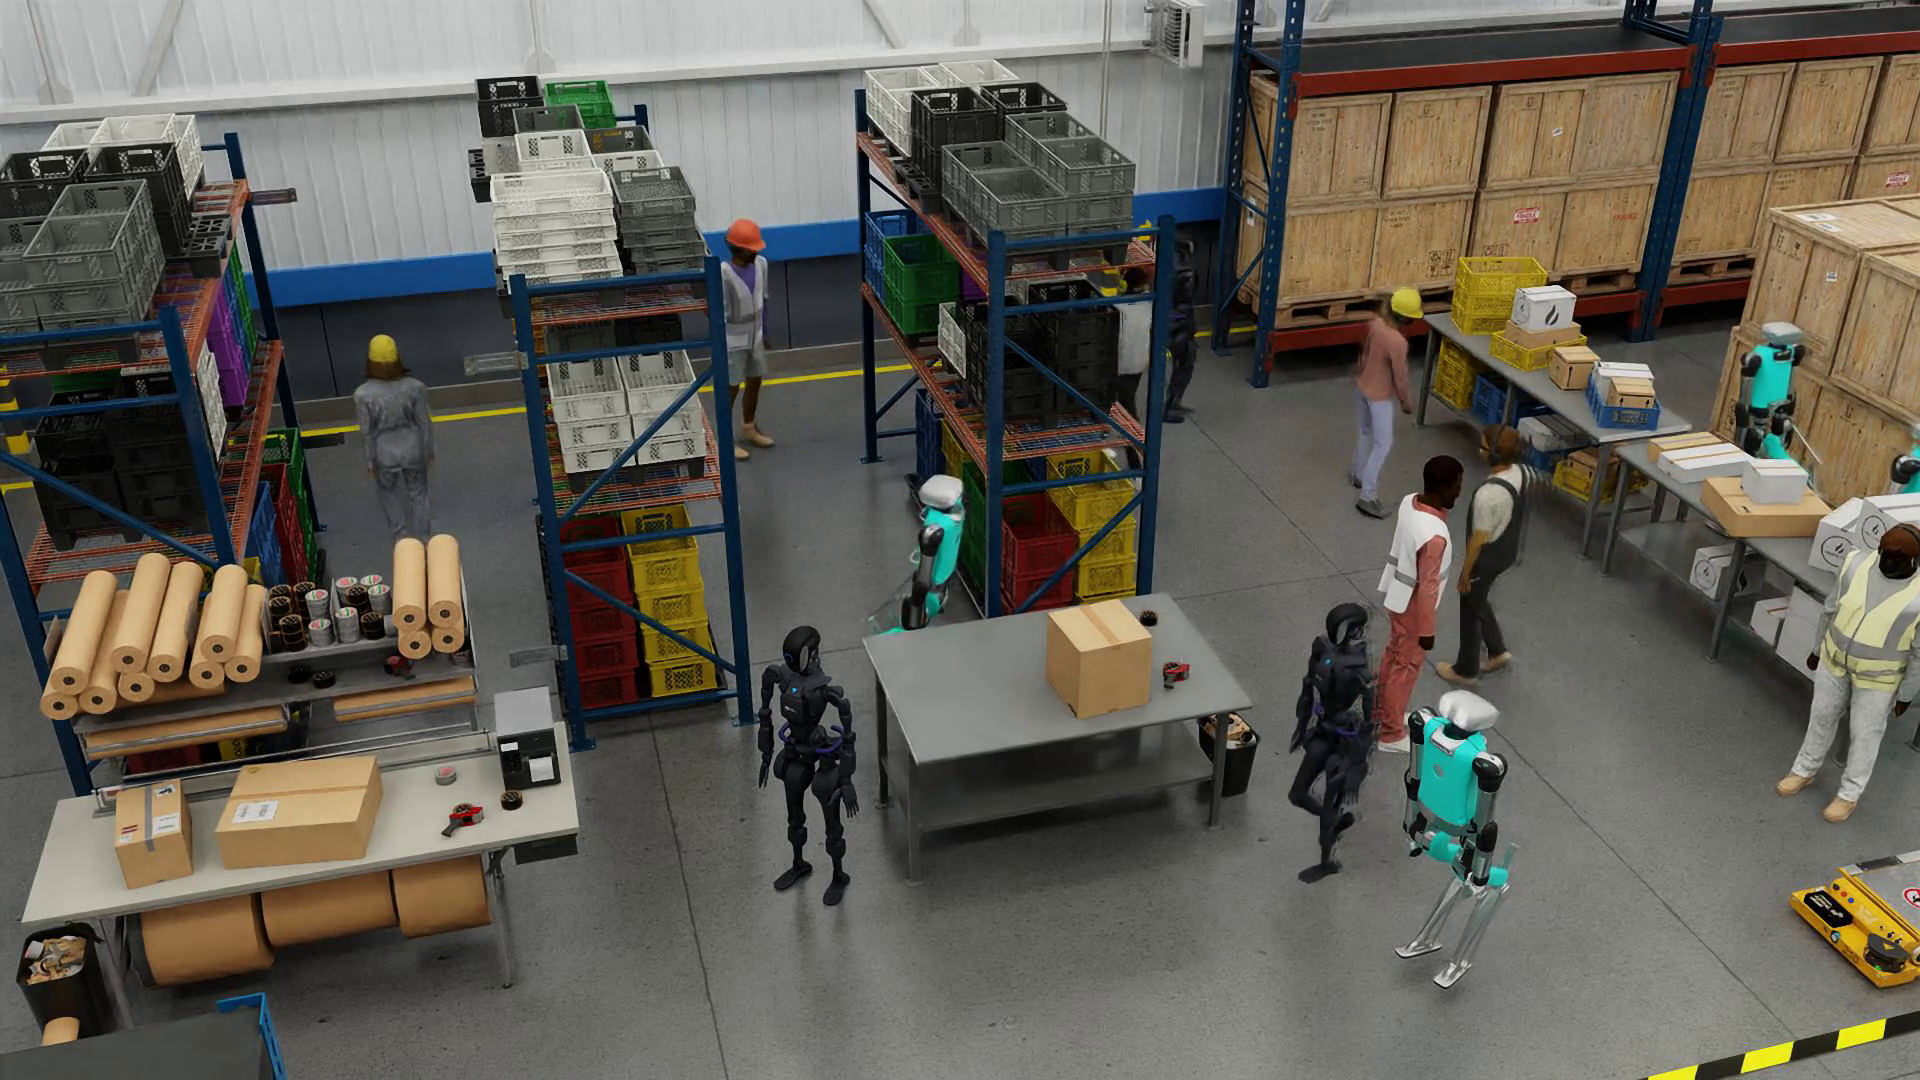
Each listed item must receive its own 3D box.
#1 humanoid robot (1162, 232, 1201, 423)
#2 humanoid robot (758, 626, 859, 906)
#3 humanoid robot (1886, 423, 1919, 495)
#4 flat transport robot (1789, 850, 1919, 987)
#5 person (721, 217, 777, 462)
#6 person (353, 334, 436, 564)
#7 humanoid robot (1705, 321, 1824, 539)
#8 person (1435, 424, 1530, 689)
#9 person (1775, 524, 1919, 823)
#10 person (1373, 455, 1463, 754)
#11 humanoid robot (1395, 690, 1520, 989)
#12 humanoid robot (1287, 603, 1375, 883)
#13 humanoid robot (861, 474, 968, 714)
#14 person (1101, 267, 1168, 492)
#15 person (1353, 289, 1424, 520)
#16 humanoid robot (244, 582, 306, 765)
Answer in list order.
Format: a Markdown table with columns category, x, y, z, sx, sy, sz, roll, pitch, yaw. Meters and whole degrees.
| category | x | y | z | sx | sy | sz | roll | pitch | yaw |
| --- | --- | --- | --- | --- | --- | --- | --- | --- | --- |
| humanoid robot | 1.850 | -1.767 | 13.903 | 0.390 | 1.648 | 0.588 | -5 | 29 | -9 |
| humanoid robot | -0.769 | 1.159 | 8.575 | 0.599 | 1.657 | 0.315 | 14 | 32 | 24 |
| humanoid robot | 5.860 | 0.027 | 10.682 | 0.542 | 1.877 | 0.721 | -9 | 30 | -15 |
| flat transport robot | 5.163 | 1.916 | 8.676 | 1.431 | 0.231 | 0.659 | -8 | 30 | -14 |
| person | -1.704 | -1.594 | 13.249 | 0.452 | 2.027 | 0.623 | 21 | 35 | 33 |
| person | -3.971 | -0.633 | 11.789 | 0.497 | 1.732 | 0.399 | -12 | 31 | -20 |
| humanoid robot | 5.868 | -0.602 | 11.789 | 0.535 | 1.768 | 1.027 | -12 | 31 | -21 |
| person | 3.248 | 0.117 | 10.323 | 0.436 | 1.833 | 0.529 | 25 | 38 | 38 |
| person | 5.013 | 0.721 | 9.231 | 0.429 | 1.834 | 0.631 | -17 | 33 | -28 |
| person | 2.667 | 0.376 | 9.778 | 0.400 | 1.911 | 0.585 | 1 | 29 | 1 |
| humanoid robot | 2.469 | 1.382 | 7.979 | 0.735 | 1.681 | 0.533 | -17 | 33 | -27 |
| humanoid robot | 1.990 | 1.074 | 8.742 | 0.373 | 1.653 | 0.599 | -12 | 31 | -21 |
| humanoid robot | -0.354 | 0.386 | 9.958 | 0.829 | 1.799 | 0.591 | 10 | 30 | 17 |
| person | 1.297 | -1.349 | 13.006 | 0.508 | 1.817 | 0.971 | -18 | 33 | -29 |
| person | 3.228 | -1.088 | 12.622 | 0.367 | 1.732 | 0.820 | -4 | 29 | -7 |
| humanoid robot | -3.763 | 0.952 | 8.976 | 0.533 | 1.643 | 0.609 | -25 | 37 | -37 |
